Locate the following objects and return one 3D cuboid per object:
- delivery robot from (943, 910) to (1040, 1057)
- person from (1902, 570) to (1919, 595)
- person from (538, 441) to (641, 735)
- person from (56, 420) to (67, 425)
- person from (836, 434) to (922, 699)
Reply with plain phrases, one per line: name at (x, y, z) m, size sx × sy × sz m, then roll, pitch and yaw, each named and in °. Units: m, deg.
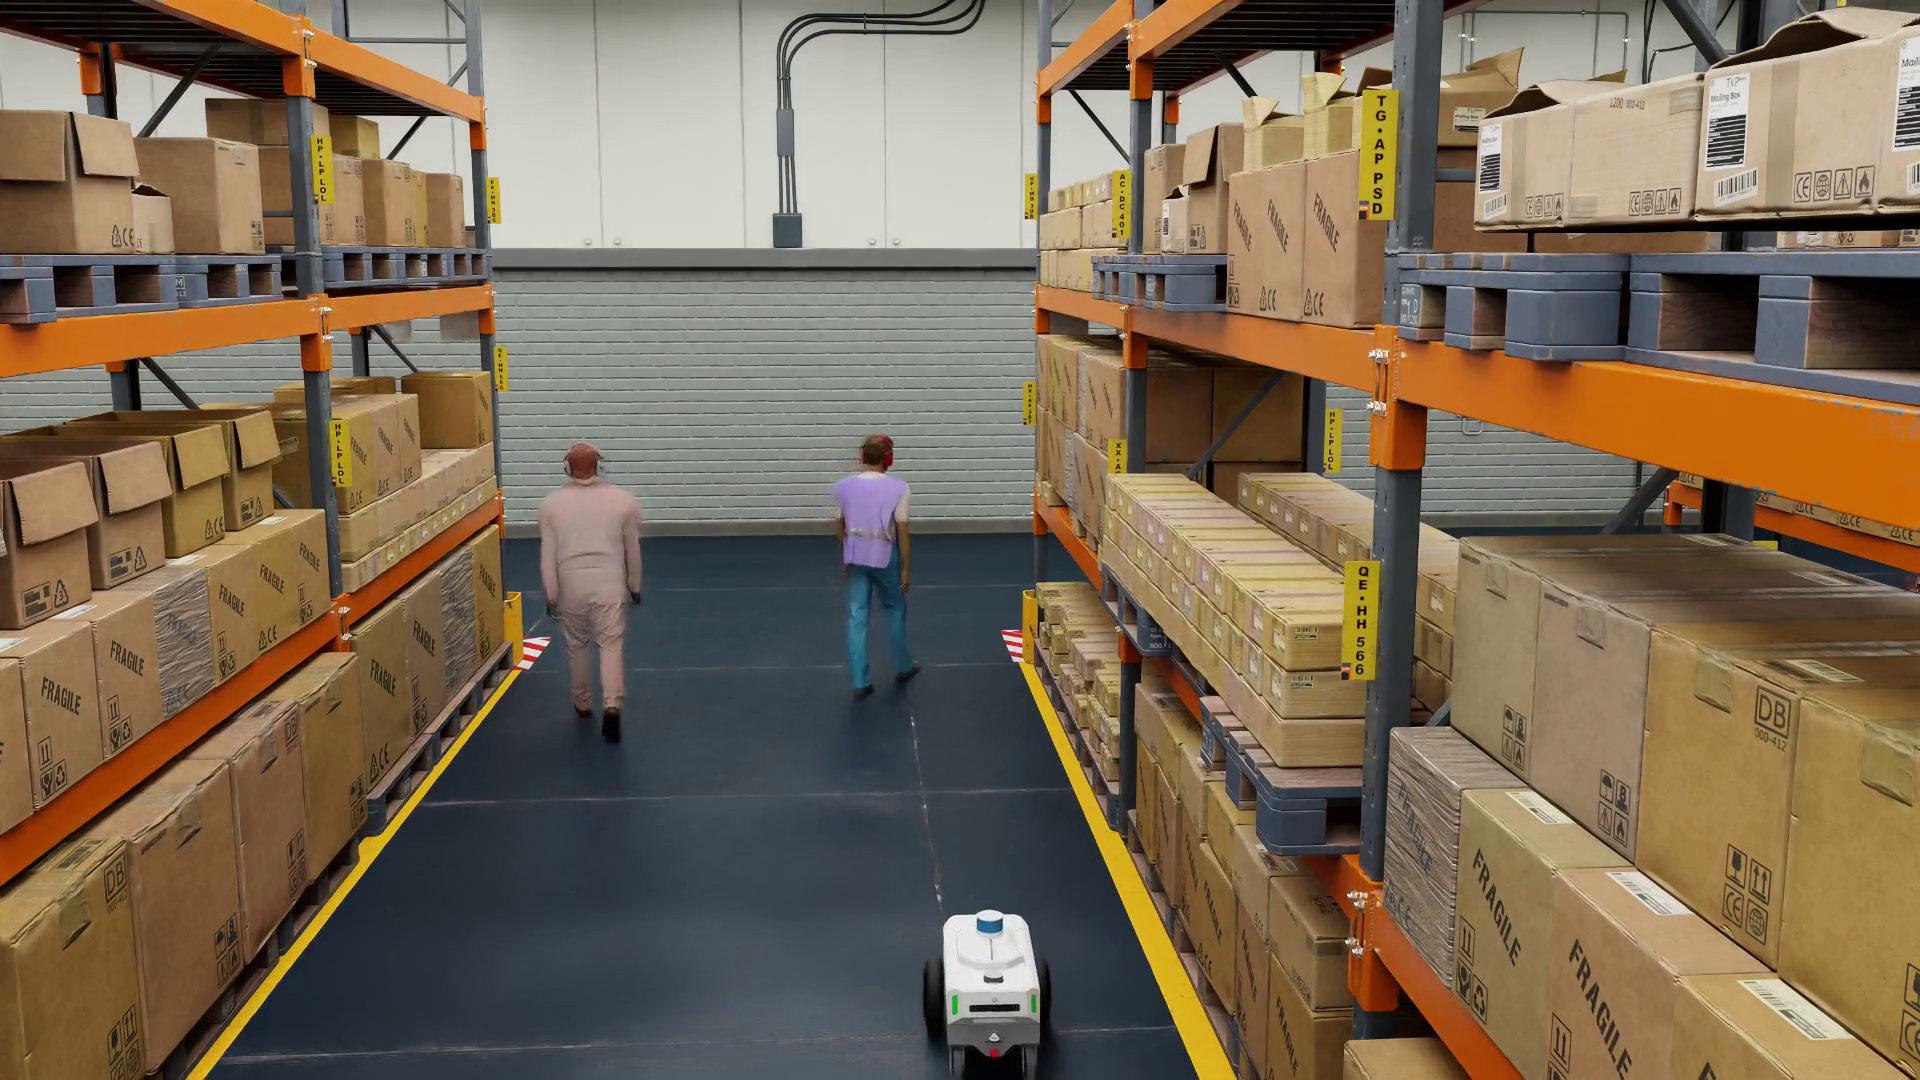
delivery robot at (0.112, 1.651, 6.314) m, size 0.477 × 0.478 × 0.707 m, roll 0°, pitch 10°, yaw -2°
person at (7.281, -0.024, 12.289) m, size 0.628 × 1.972 × 0.681 m, roll -3°, pitch 10°, yaw -16°
person at (-2.369, 0.298, 10.707) m, size 0.644 × 1.876 × 0.936 m, roll -3°, pitch 10°, yaw -16°
person at (-6.144, 0.123, 11.569) m, size 0.644 × 1.916 × 0.611 m, roll 9°, pitch 13°, yaw 42°
person at (-0.557, 0.159, 11.677) m, size 0.593 × 1.804 × 0.892 m, roll 4°, pitch 10°, yaw 21°
